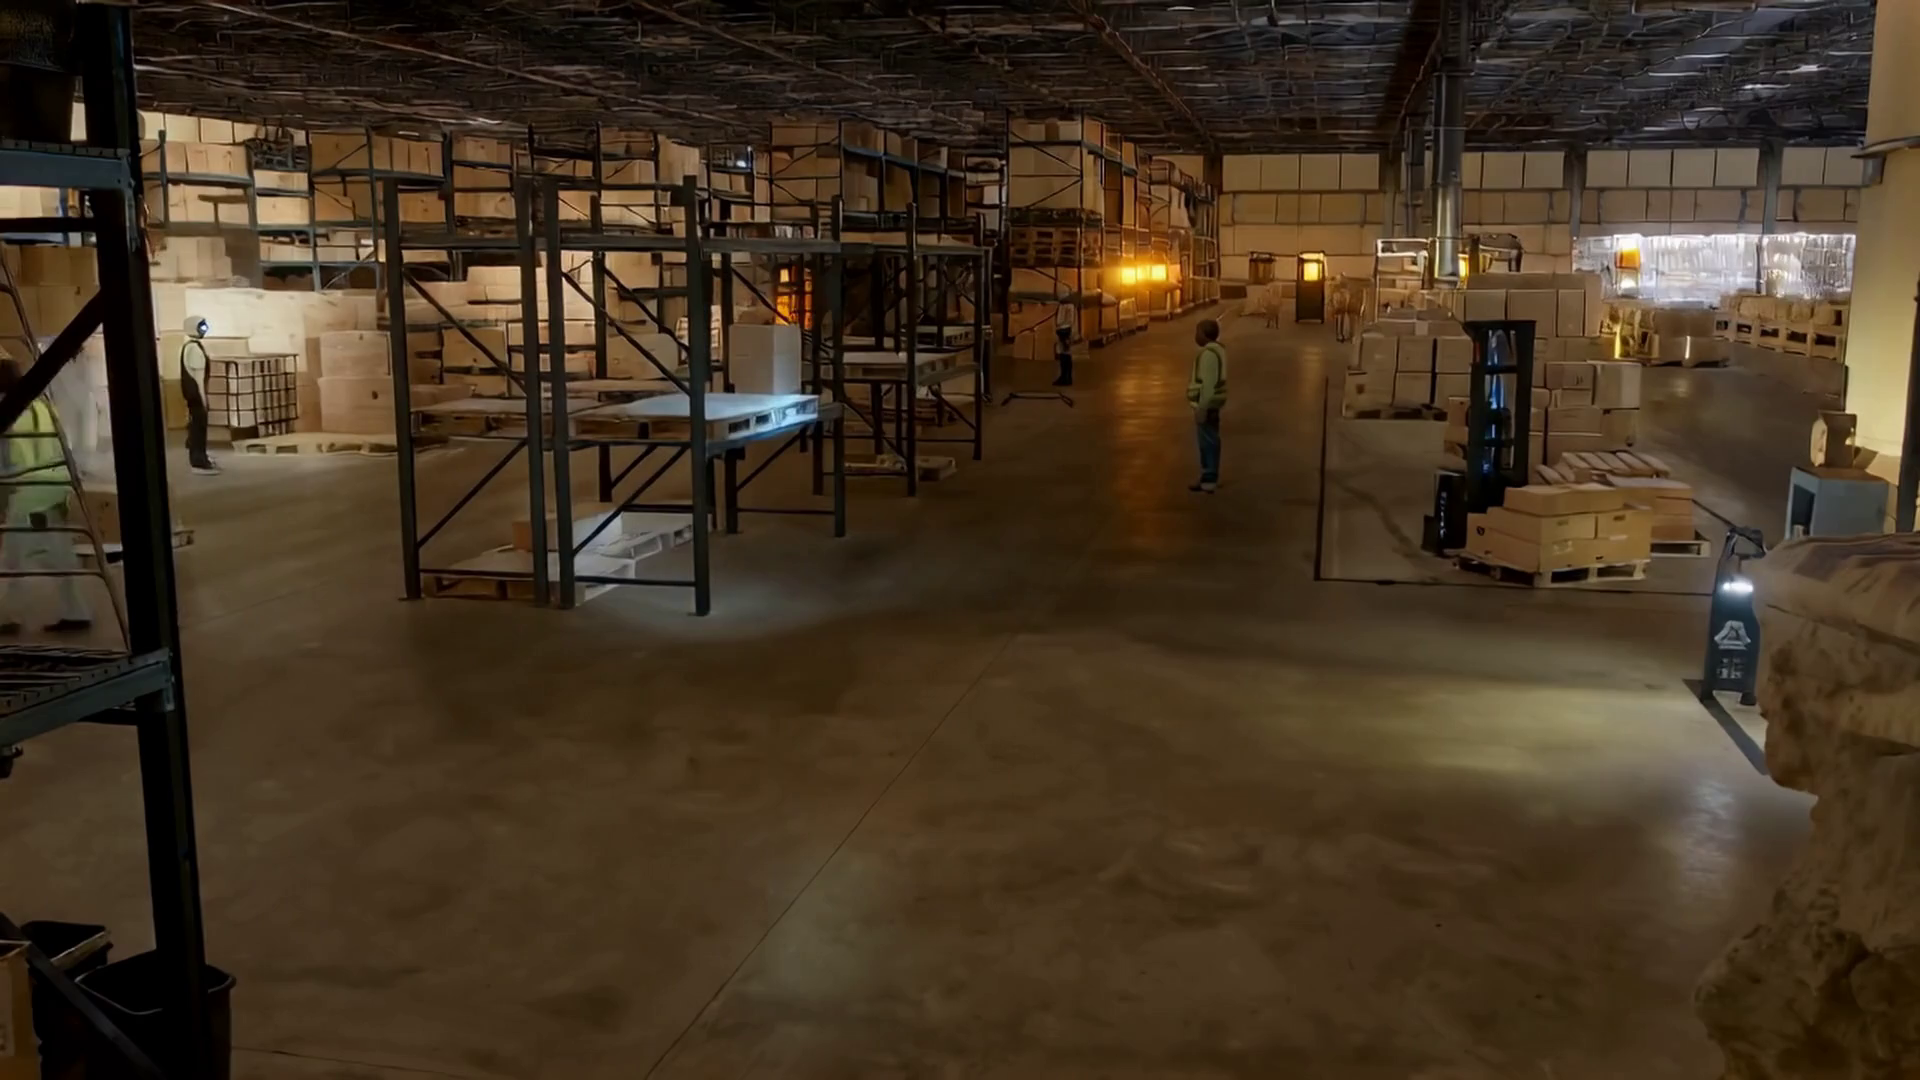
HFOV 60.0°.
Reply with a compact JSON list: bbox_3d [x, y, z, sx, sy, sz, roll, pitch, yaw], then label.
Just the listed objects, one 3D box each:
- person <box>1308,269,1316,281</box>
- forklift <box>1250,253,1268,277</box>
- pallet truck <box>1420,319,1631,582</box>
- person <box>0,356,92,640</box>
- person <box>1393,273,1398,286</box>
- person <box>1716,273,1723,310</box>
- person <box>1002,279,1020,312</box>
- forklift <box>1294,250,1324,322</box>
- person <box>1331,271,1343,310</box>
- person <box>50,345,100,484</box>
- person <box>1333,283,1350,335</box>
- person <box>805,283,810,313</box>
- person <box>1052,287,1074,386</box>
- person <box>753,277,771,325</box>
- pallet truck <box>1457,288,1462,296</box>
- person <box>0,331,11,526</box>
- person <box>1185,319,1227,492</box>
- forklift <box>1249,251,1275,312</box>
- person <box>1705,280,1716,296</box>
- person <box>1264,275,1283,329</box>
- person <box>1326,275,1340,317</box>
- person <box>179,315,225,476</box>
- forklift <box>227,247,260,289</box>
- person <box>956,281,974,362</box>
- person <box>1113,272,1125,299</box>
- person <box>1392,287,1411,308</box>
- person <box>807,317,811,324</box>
[{"bbox_3d":[19.657,-14.129,92.658,0.551,1.936,0.357,-8,12,-40],"label":"person"},{"bbox_3d":[15.760,-13.785,87.834,1.129,2.768,1.873,2,10,12],"label":"forklift"},{"bbox_3d":[4.543,-0.757,13.299,0.823,1.965,1.885,-4,10,-22],"label":"pallet truck"},{"bbox_3d":[-6.119,-0.258,10.770,0.847,1.846,0.631,-2,10,-12],"label":"person"},{"bbox_3d":[23.091,-13.289,88.299,0.485,1.735,0.347,-6,11,-33],"label":"person"},{"bbox_3d":[32.733,-10.629,72.138,0.814,1.874,0.666,6,11,33],"label":"person"},{"bbox_3d":[1.625,-7.230,52.030,0.677,1.873,0.489,7,12,34],"label":"person"},{"bbox_3d":[13.778,-10.002,65.433,1.129,2.768,1.873,2,10,12],"label":"forklift"},{"bbox_3d":[18.099,-11.943,79.801,0.403,1.914,0.633,-7,12,-34],"label":"person"},{"bbox_3d":[-9.846,-1.482,18.428,0.750,1.719,0.497,5,11,27],"label":"person"},{"bbox_3d":[12.473,-7.544,54.429,0.542,1.685,0.389,3,10,16],"label":"person"},{"bbox_3d":[-7.001,-11.058,75.041,0.551,1.729,0.799,4,10,23],"label":"person"},{"bbox_3d":[2.028,-3.978,32.548,0.361,1.938,0.545,-3,10,-18],"label":"person"},{"bbox_3d":[-6.047,-7.158,51.458,0.655,1.906,0.900,4,10,21],"label":"person"},{"bbox_3d":[20.506,-9.785,68.819,0.653,1.274,1.630,2,10,12],"label":"pallet truck"},{"bbox_3d":[-8.915,-1.085,15.460,0.367,1.932,0.623,-6,11,-33],"label":"person"},{"bbox_3d":[2.620,-1.428,17.749,0.429,1.837,0.633,3,10,19],"label":"person"},{"bbox_3d":[13.597,-11.534,74.509,1.129,2.768,1.873,2,10,12],"label":"forklift"},{"bbox_3d":[32.329,-10.501,71.541,0.609,1.808,0.487,-7,12,-35],"label":"person"},{"bbox_3d":[11.176,-8.493,59.375,0.654,1.906,0.408,2,10,11],"label":"person"},{"bbox_3d":[16.111,-10.551,71.830,0.598,1.815,0.583,1,10,8],"label":"person"},{"bbox_3d":[-8.705,-1.648,19.024,0.345,1.846,0.508,-7,12,-37],"label":"person"},{"bbox_3d":[-20.193,-6.881,46.951,1.129,2.768,1.873,2,10,12],"label":"forklift"},{"bbox_3d":[0.196,-5.284,40.249,0.611,1.963,0.422,-3,10,-19],"label":"person"},{"bbox_3d":[8.084,-12.780,84.935,0.644,1.853,1.012,0,10,3],"label":"person"},{"bbox_3d":[12.492,-6.319,47.113,0.540,1.699,0.317,6,11,33],"label":"person"},{"bbox_3d":[-5.232,-8.983,61.965,0.883,2.022,0.611,-1,10,-4],"label":"person"}]
